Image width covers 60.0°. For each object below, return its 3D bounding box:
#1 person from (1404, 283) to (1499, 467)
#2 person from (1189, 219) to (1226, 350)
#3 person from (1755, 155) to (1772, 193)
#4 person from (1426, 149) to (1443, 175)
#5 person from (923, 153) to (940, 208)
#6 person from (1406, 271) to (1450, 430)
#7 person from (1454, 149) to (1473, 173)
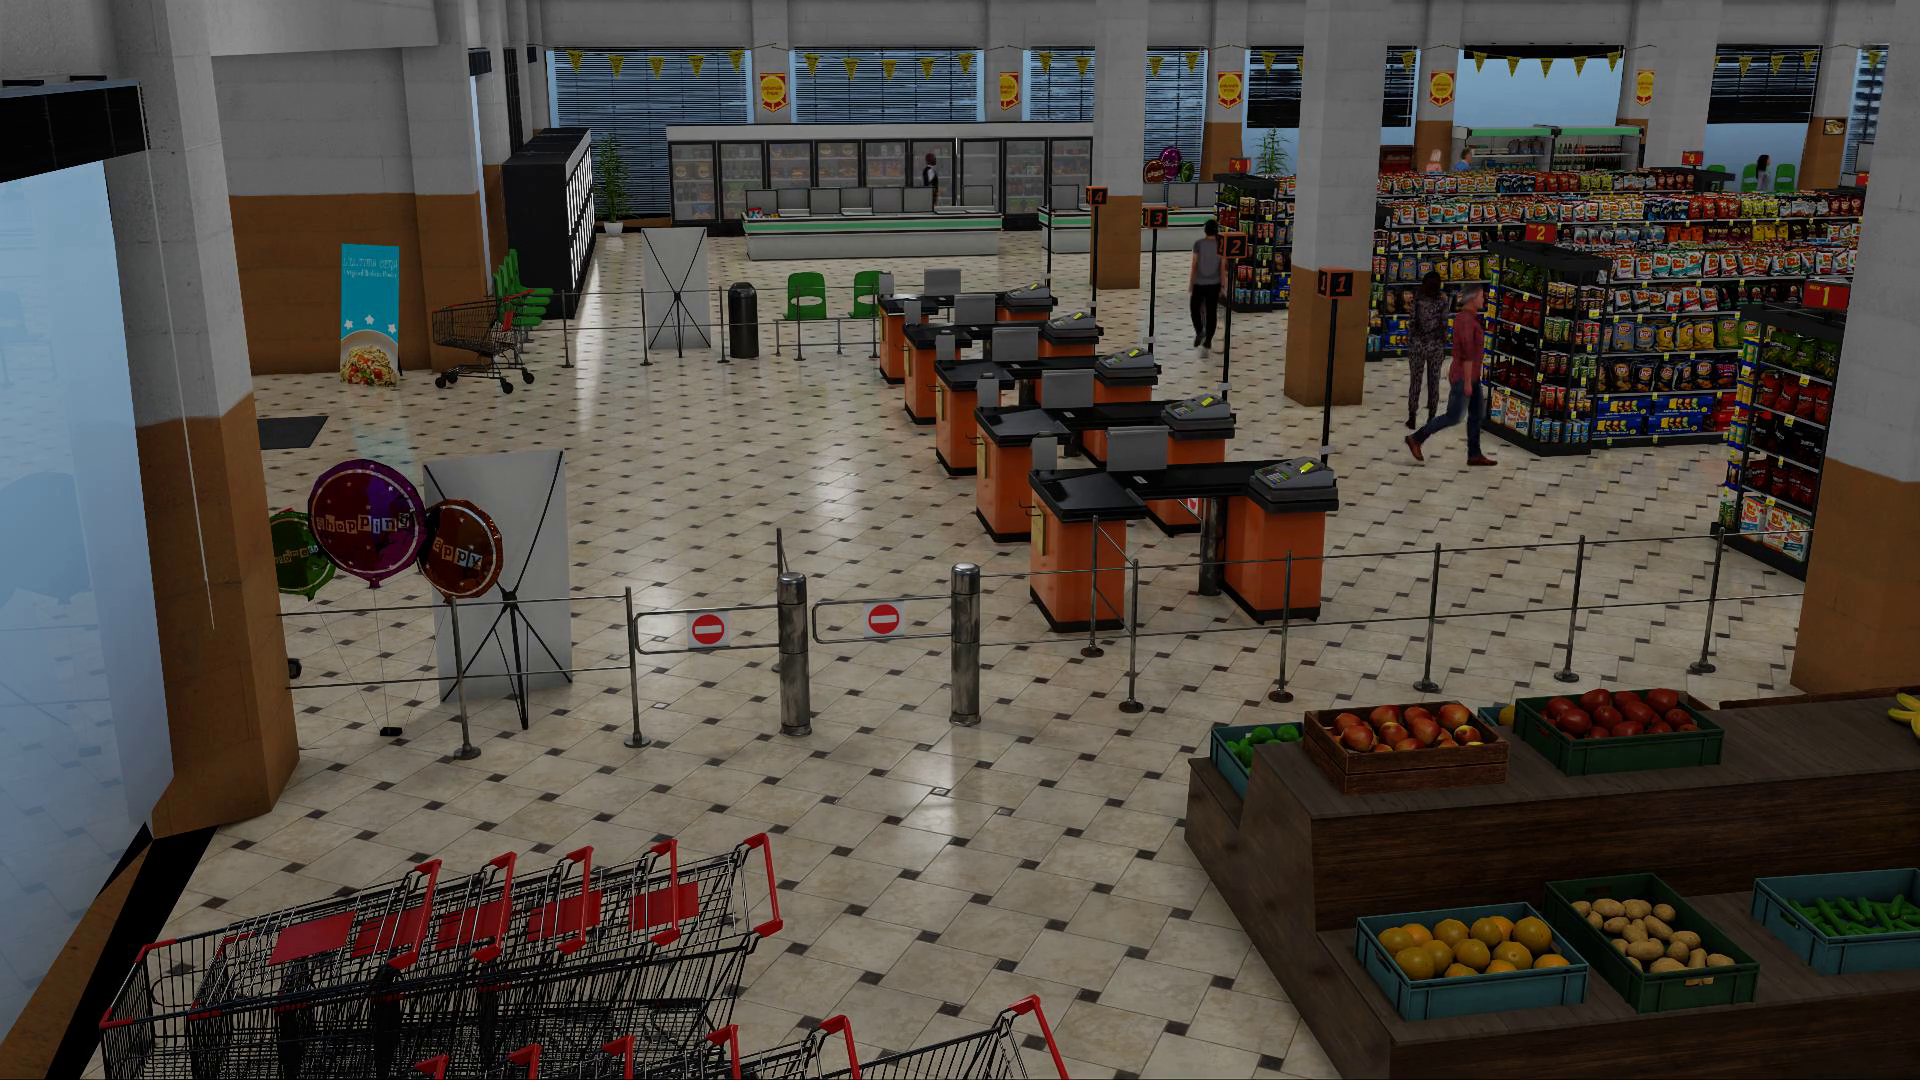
[{"bbox_3d":[4.867,-1.593,16.312,1.250,1.803,1.040,5,18,17],"label":"person"},{"bbox_3d":[3.347,-3.437,22.485,0.697,1.743,0.750,-1,17,-3],"label":"person"},{"bbox_3d":[16.687,-7.192,34.922,1.215,1.703,1.064,8,19,25],"label":"person"},{"bbox_3d":[10.448,-7.757,36.742,0.646,1.726,0.668,-10,20,-30],"label":"person"},{"bbox_3d":[-0.676,-6.979,34.052,1.123,1.800,0.685,-2,17,-7],"label":"person"},{"bbox_3d":[5.040,-2.051,17.970,0.621,1.714,0.720,4,17,13],"label":"person"},{"bbox_3d":[10.675,-7.461,35.659,1.090,1.790,0.774,-6,18,-18],"label":"person"}]
